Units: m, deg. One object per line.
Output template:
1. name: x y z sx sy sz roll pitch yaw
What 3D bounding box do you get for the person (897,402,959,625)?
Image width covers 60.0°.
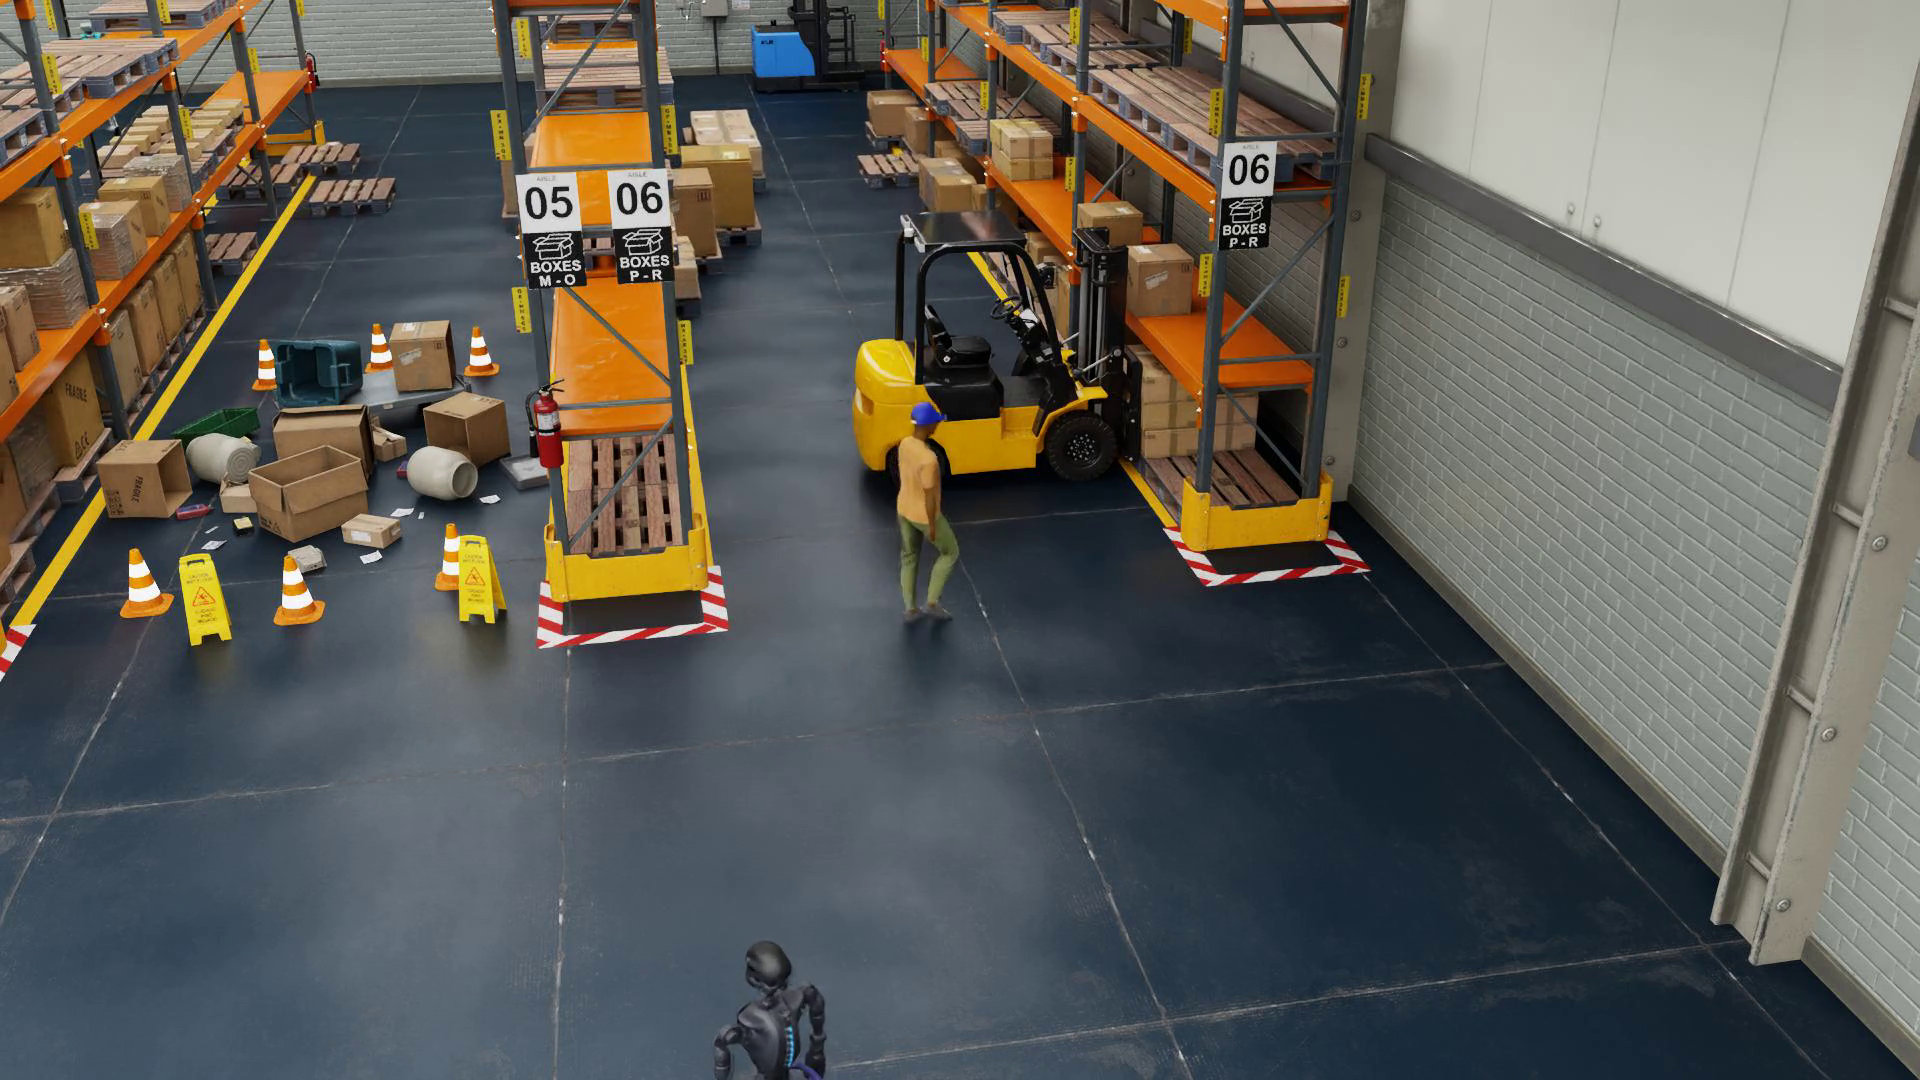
1. person: -0.246 -0.187 11.859 0.459 1.694 0.432 -21 33 -37

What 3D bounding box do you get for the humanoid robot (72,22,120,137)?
1. humanoid robot: -13.829 -7.420 26.897 0.549 1.767 0.966 -21 33 -37

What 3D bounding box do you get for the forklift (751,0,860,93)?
1. forklift: -2.872 -9.679 30.288 1.873 2.768 1.129 -5 26 -10

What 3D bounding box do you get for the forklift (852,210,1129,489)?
1. forklift: 0.216 -1.659 14.366 2.313 2.155 1.214 -5 26 -10

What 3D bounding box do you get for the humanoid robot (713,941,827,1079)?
1. humanoid robot: -0.768 2.310 6.687 0.589 1.653 0.327 -22 34 -39
